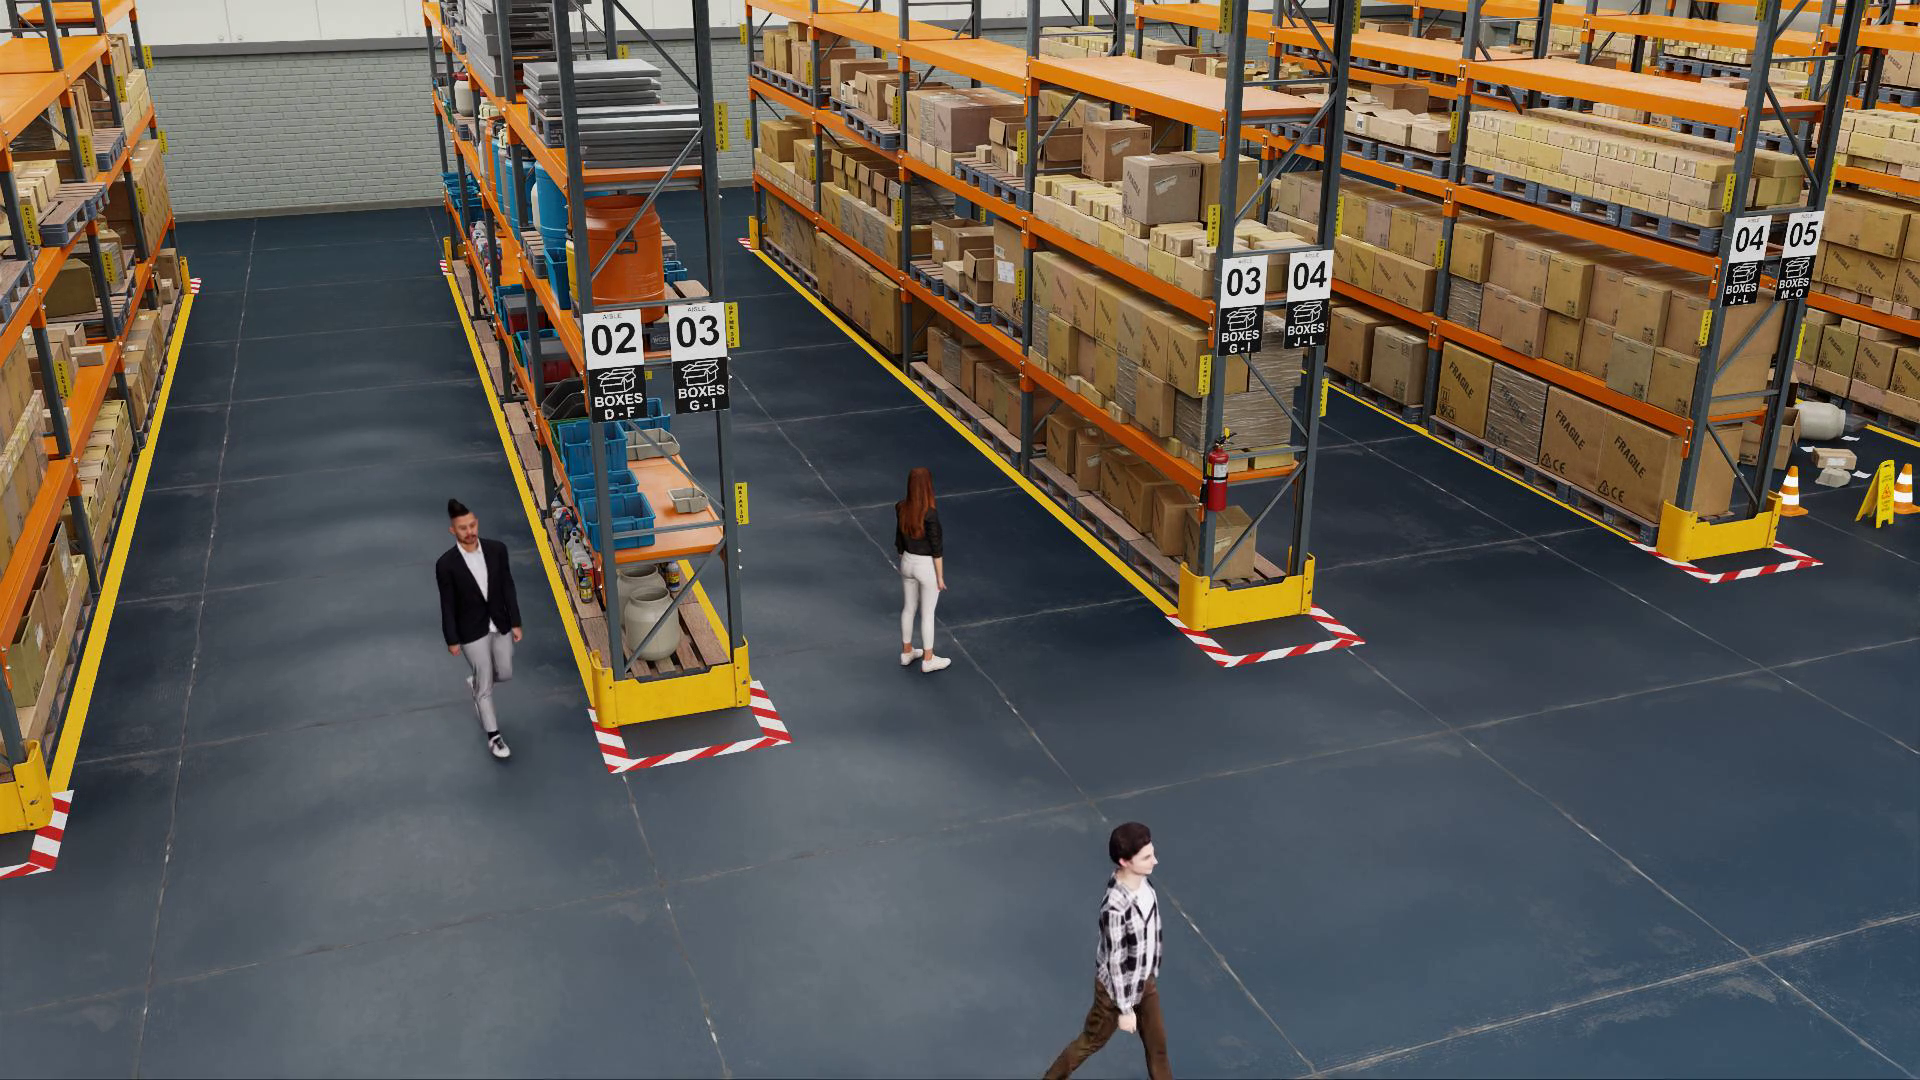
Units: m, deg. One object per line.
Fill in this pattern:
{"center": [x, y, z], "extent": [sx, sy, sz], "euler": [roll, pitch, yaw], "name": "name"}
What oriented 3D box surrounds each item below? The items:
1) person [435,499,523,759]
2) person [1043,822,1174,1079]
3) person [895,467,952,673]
{"center": [-3.501, 0.582, 12.073], "extent": [0.923, 1.931, 1.135], "euler": [-17, 28, -35], "name": "person"}
{"center": [0.738, 2.205, 8.327], "extent": [1.214, 1.764, 1.164], "euler": [10, 24, 22], "name": "person"}
{"center": [-0.321, 0.223, 13.252], "extent": [0.625, 1.704, 0.745], "euler": [18, 28, 37], "name": "person"}
